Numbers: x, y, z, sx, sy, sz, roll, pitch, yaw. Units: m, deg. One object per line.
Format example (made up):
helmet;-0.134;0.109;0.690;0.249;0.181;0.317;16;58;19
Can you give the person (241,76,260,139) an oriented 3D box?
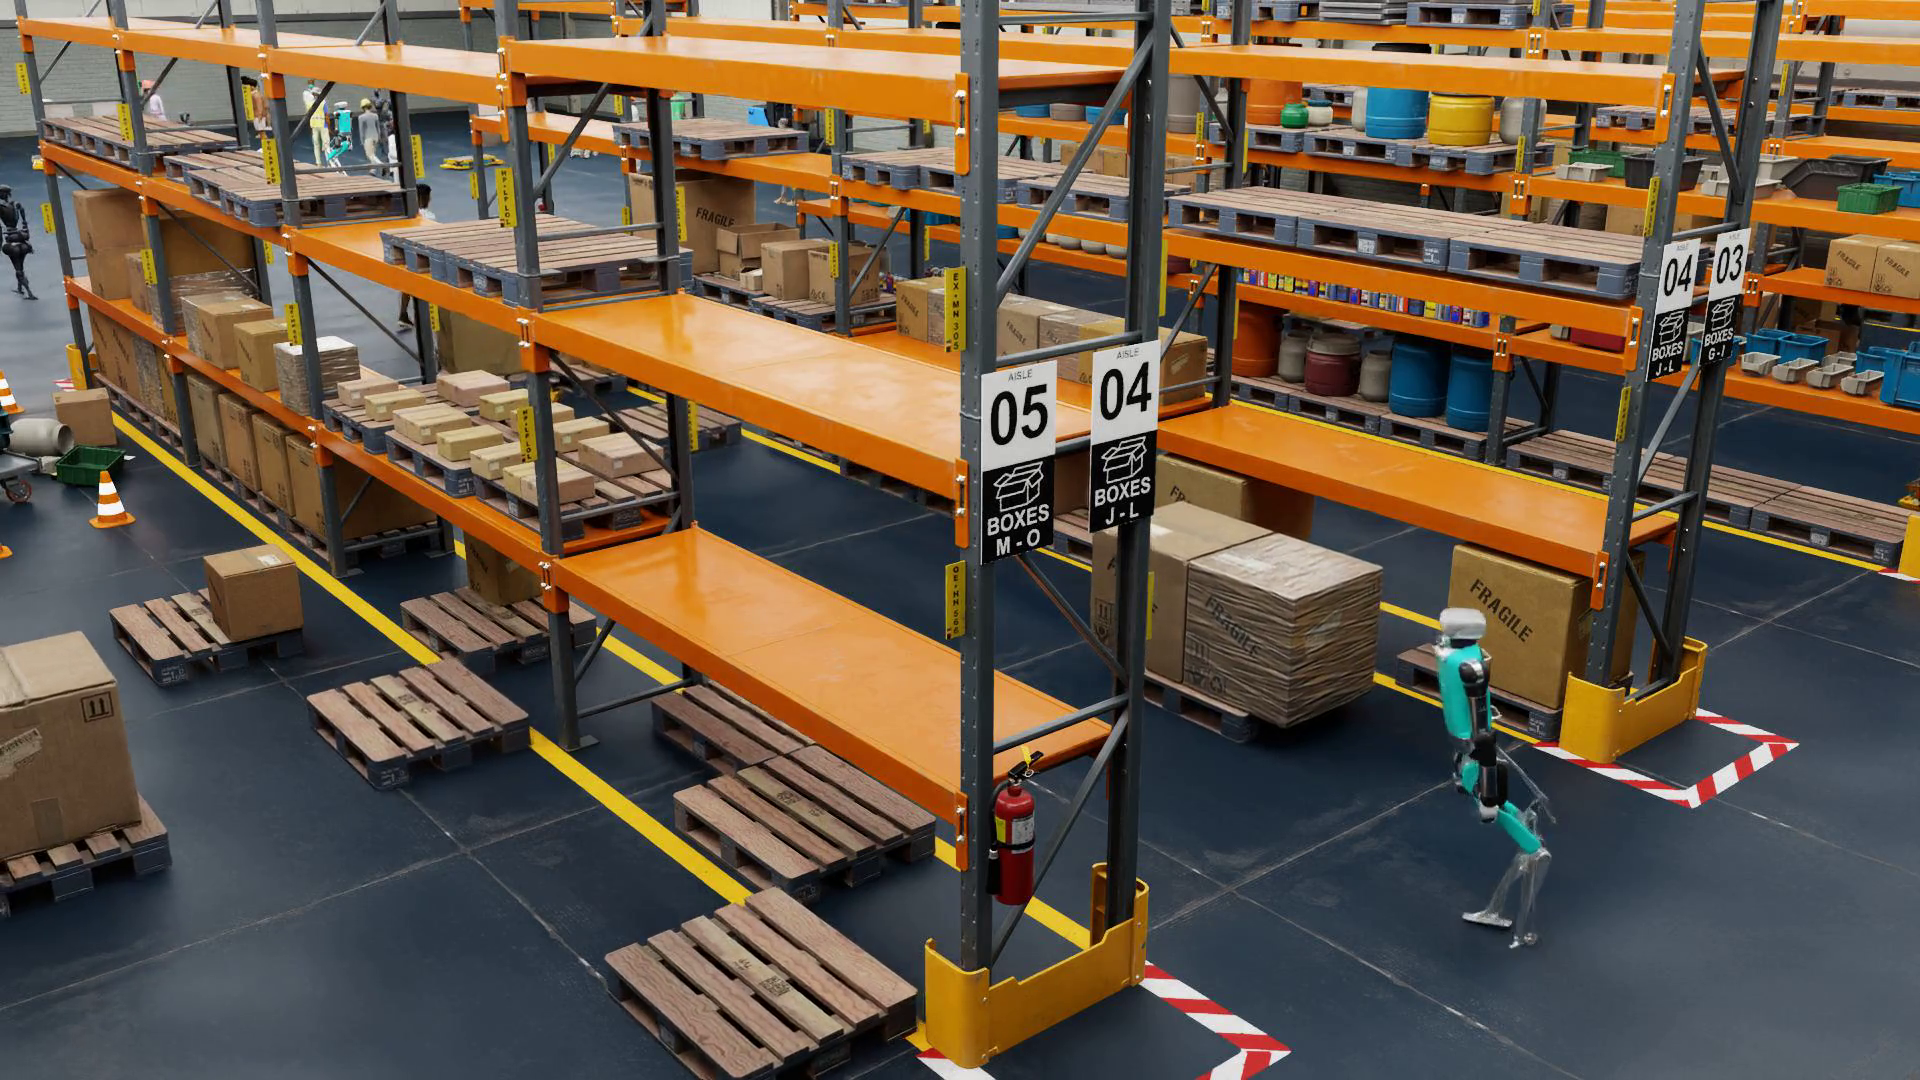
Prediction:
person;-19.462;-11.829;45.470;0.715;1.668;0.543;12;23;30

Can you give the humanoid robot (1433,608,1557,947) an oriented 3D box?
humanoid robot;2.738;1.200;8.351;0.824;1.795;0.563;-1;19;-4

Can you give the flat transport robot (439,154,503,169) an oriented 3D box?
flat transport robot;-11.584;-8.961;39.439;0.659;0.231;1.431;11;22;28

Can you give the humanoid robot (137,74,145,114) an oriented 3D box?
humanoid robot;-22.556;-11.719;45.167;0.534;1.780;1.036;5;20;14

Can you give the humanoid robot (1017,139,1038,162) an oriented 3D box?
humanoid robot;1.452;-7.477;33.016;0.702;1.808;0.549;-6;20;-17

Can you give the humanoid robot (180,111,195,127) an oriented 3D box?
humanoid robot;-16.307;-8.269;35.357;0.613;1.645;0.506;6;20;17

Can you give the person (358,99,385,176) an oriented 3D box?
person;-13.257;-9.058;37.517;0.707;1.731;0.526;13;23;32

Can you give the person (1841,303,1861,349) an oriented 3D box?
person;11.374;-3.301;21.205;0.545;1.678;0.599;-14;23;-34

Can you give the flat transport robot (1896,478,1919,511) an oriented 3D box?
flat transport robot;9.212;-0.440;15.190;1.431;0.231;0.659;-15;25;-37

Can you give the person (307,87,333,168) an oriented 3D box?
person;-14.895;-9.557;38.690;0.528;1.893;0.405;3;20;8

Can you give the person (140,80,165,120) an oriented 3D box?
person;-18.929;-9.818;39.257;0.567;2.020;0.615;-8;21;-21

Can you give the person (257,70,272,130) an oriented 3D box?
person;-19.866;-12.707;47.674;0.400;1.878;0.499;9;21;23

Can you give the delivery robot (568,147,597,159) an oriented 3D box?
delivery robot;-9.349;-9.746;41.257;0.499;0.605;0.799;7;21;20

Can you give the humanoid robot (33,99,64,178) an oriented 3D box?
humanoid robot;-20.447;-9.089;37.646;0.556;1.800;0.910;-3;20;-8

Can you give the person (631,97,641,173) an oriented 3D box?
person;-7.398;-9.111;37.415;0.359;1.895;0.581;-13;23;-33

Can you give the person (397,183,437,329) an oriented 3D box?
person;-7.267;-3.826;22.382;0.587;1.903;1.084;7;20;19

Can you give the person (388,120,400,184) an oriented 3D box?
person;-10.535;-6.985;31.379;0.582;1.883;0.338;10;22;27

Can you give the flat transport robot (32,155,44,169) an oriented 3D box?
flat transport robot;-21.672;-8.988;39.517;0.659;0.231;1.431;-10;22;-26

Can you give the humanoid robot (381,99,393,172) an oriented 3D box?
humanoid robot;-13.100;-9.375;38.541;0.607;1.644;0.413;-8;21;-21

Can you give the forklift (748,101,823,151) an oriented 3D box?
forklift;-4.526;-11.368;42.374;1.129;2.768;1.873;-15;24;-37

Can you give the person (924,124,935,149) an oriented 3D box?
person;-0.628;-7.711;33.658;0.588;1.734;0.800;-16;25;-38

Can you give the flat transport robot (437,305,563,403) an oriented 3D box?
flat transport robot;-5.210;-1.612;18.525;1.431;0.231;0.659;-1;19;-2

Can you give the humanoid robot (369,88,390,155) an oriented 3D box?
humanoid robot;-14.503;-10.469;41.613;0.612;1.643;0.474;-3;20;-8

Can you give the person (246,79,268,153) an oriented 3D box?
person;-17.677;-10.679;41.942;0.400;1.850;0.790;-11;22;-28

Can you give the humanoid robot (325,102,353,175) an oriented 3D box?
humanoid robot;-13.587;-8.697;36.271;0.735;1.677;0.533;7;21;20

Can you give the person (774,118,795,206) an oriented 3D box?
person;-3.526;-7.547;33.221;0.672;1.714;0.506;1;19;4

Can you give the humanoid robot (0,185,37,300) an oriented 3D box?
humanoid robot;-13.797;-4.324;24.152;0.671;1.634;0.614;6;20;15

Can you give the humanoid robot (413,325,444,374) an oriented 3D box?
humanoid robot;-6.031;-2.509;19.010;0.558;1.880;0.794;-13;23;-34

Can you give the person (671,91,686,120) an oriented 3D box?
person;-6.790;-9.965;39.729;0.519;1.970;0.501;-3;20;-8

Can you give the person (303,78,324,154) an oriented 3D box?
person;-16.342;-10.783;42.195;0.496;1.887;0.891;-4;20;-11
